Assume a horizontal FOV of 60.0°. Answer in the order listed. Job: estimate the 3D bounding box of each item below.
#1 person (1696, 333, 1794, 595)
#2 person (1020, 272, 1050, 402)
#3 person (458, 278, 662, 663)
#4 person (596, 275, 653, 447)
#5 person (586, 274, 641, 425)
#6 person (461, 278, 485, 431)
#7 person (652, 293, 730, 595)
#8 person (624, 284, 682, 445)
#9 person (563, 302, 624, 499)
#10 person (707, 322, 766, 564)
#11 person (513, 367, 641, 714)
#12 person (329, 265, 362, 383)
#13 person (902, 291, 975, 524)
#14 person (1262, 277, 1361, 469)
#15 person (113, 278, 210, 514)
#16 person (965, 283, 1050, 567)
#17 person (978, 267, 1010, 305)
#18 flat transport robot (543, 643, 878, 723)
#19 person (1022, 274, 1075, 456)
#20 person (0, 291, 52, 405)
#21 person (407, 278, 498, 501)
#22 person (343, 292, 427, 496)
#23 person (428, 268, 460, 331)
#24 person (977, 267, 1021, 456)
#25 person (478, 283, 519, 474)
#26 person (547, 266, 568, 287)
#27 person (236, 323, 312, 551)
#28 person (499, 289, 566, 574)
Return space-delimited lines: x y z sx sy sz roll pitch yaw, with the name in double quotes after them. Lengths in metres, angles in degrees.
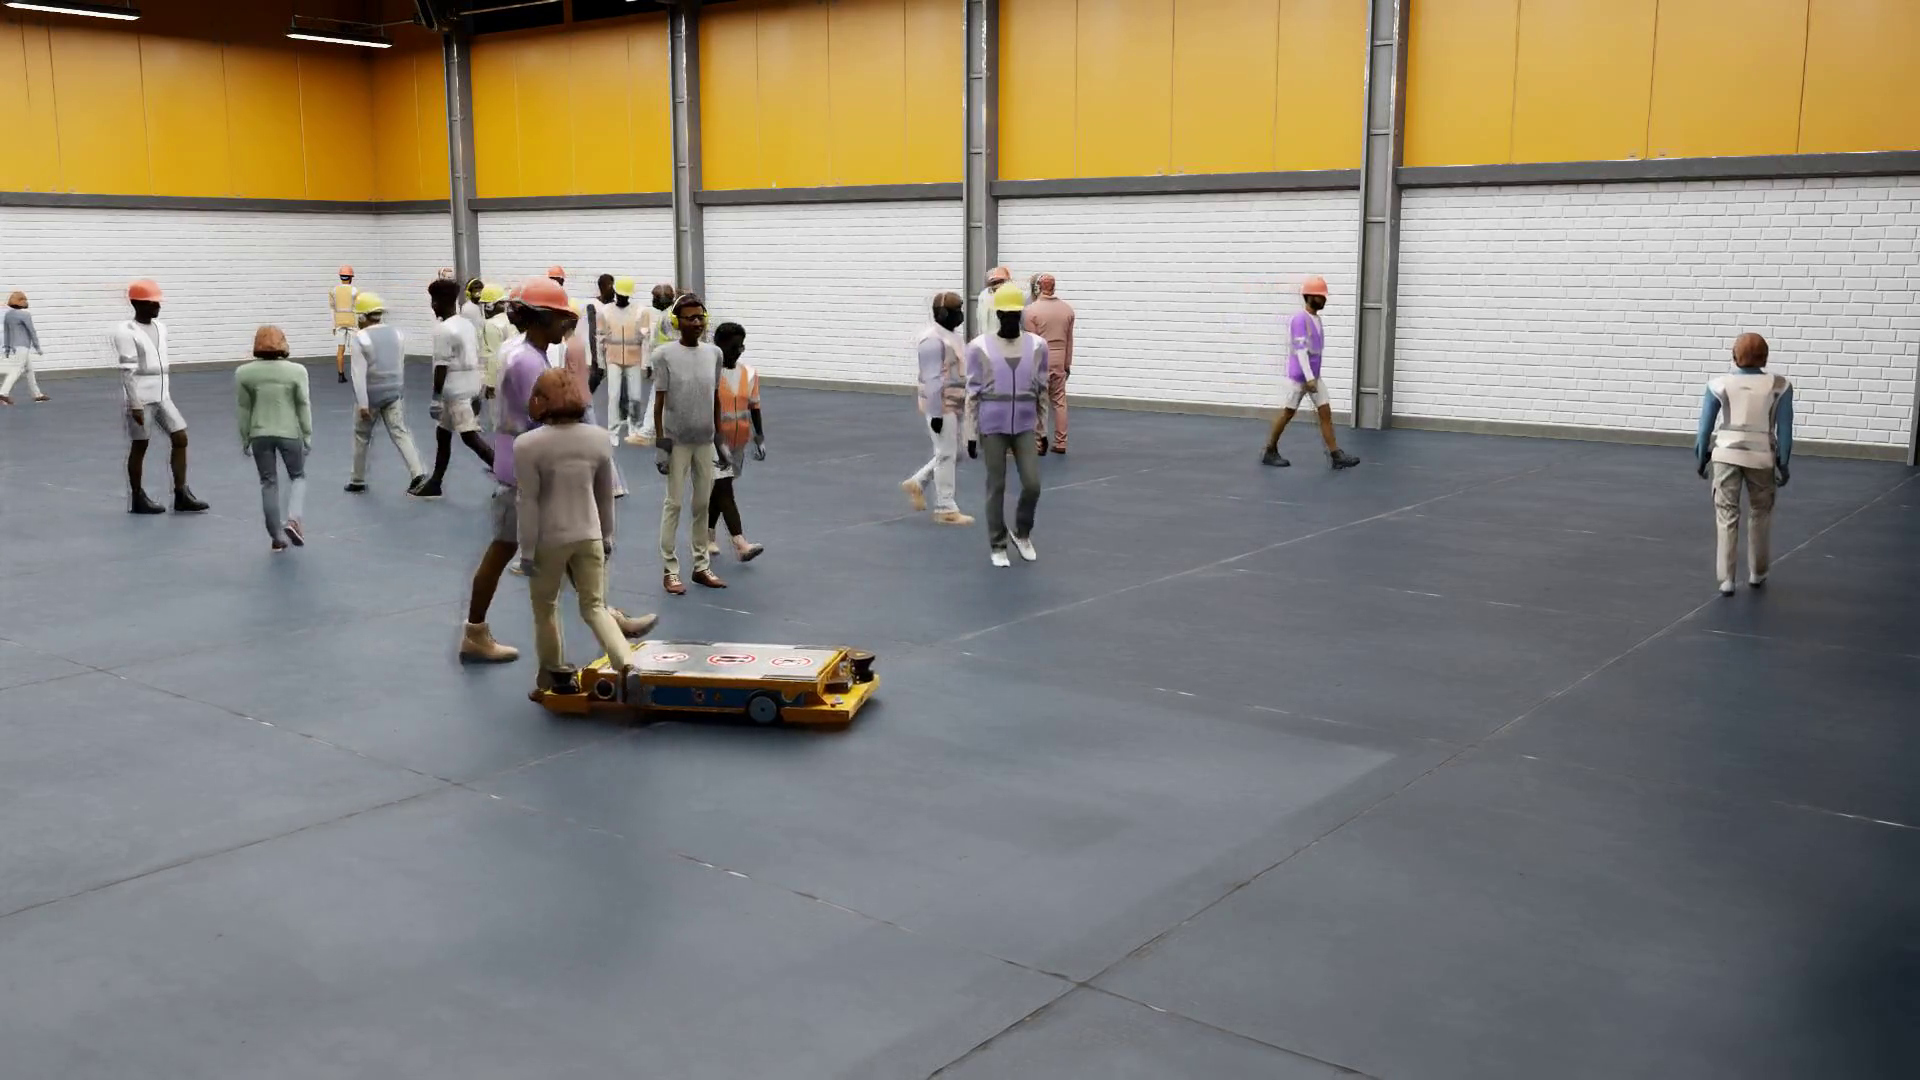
4.903 -0.482 10.414 0.544 1.612 0.675 5 11 27 "person"
0.814 -1.953 18.127 0.427 1.920 0.657 6 12 33 "person"
-2.120 -0.348 8.598 1.070 1.965 0.635 -1 10 -4 "person"
-3.715 -1.989 18.426 0.629 1.890 0.640 -2 10 -10 "person"
-4.447 -2.376 20.724 0.993 1.881 0.598 6 11 31 "person"
-5.834 -2.222 19.977 0.421 1.833 0.705 -1 10 -6 "person"
-1.678 -0.603 10.423 0.514 1.867 0.332 -8 12 -38 "person"
-3.188 -1.934 18.416 0.999 1.788 0.616 0 10 -2 "person"
-3.332 -1.175 14.198 0.919 1.718 0.528 0 10 0 "person"
-1.572 -0.667 11.417 0.542 1.636 0.901 -9 13 -43 "person"
-1.756 0.014 7.596 0.500 1.605 0.723 -8 13 -40 "person"
-10.071 -3.546 27.385 0.542 1.932 0.384 -1 10 -3 "person"
-0.171 -1.034 13.049 0.564 1.832 0.628 3 10 18 "person"
3.437 -1.628 16.366 1.011 1.887 0.550 8 13 40 "person"
-6.444 -1.141 13.403 0.778 1.910 0.579 3 10 14 "person"
0.324 -0.758 11.199 0.602 1.914 0.436 -2 10 -12 "person"
0.566 -2.813 23.079 0.638 1.937 0.356 4 10 21 "person"
-1.147 0.648 7.775 1.431 0.197 0.652 2 10 9 "flat transport robot"
0.891 -1.844 17.528 0.648 1.907 0.401 -6 12 -33 "person"
-13.308 -2.714 23.508 0.497 1.594 0.851 5 11 29 "person"
-4.246 -1.271 14.179 1.019 1.917 0.602 0 10 3 "person"
-5.047 -1.266 14.526 0.917 1.800 0.588 7 12 34 "person"
-7.972 -3.273 25.881 0.401 1.903 0.644 2 10 11 "person"
0.411 -1.846 17.389 0.397 1.967 0.670 -6 12 -33 "person"
-4.454 -1.550 16.037 0.404 1.829 0.600 1 10 4 "person"
-6.166 -3.226 25.485 0.370 1.935 0.552 -2 10 -10 "person"
-4.853 -0.719 11.798 0.500 1.624 0.379 -2 10 -11 "person"
-2.813 -0.709 10.993 0.338 1.880 0.582 5 11 27 "person"
